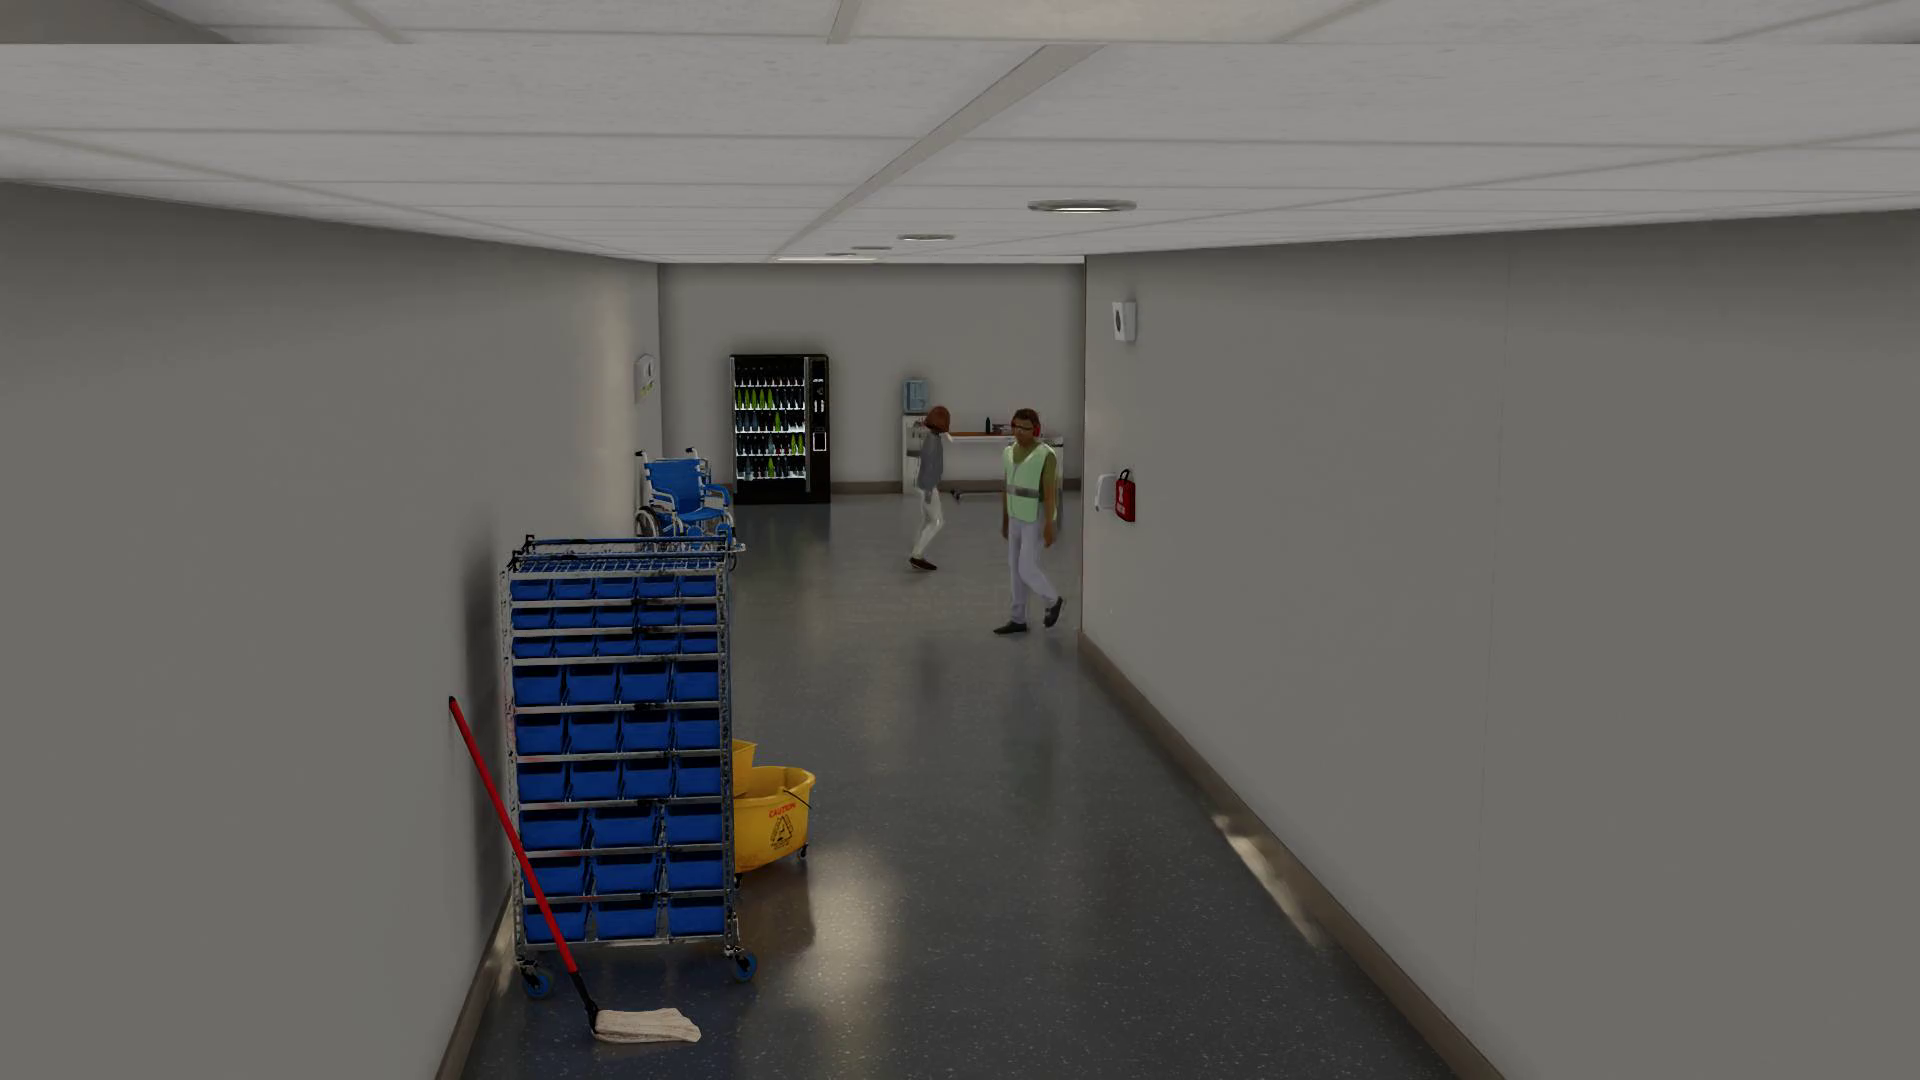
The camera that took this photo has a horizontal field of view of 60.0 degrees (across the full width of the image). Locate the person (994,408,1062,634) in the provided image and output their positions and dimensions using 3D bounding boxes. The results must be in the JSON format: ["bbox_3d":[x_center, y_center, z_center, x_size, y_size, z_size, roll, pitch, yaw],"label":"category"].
[{"bbox_3d":[0.555,-0.141,13.244,0.469,1.830,0.632,-7,11,-37],"label":"person"}]

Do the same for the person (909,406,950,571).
[{"bbox_3d":[-0.293,-0.495,16.143,0.410,1.604,0.501,0,9,0],"label":"person"}]
